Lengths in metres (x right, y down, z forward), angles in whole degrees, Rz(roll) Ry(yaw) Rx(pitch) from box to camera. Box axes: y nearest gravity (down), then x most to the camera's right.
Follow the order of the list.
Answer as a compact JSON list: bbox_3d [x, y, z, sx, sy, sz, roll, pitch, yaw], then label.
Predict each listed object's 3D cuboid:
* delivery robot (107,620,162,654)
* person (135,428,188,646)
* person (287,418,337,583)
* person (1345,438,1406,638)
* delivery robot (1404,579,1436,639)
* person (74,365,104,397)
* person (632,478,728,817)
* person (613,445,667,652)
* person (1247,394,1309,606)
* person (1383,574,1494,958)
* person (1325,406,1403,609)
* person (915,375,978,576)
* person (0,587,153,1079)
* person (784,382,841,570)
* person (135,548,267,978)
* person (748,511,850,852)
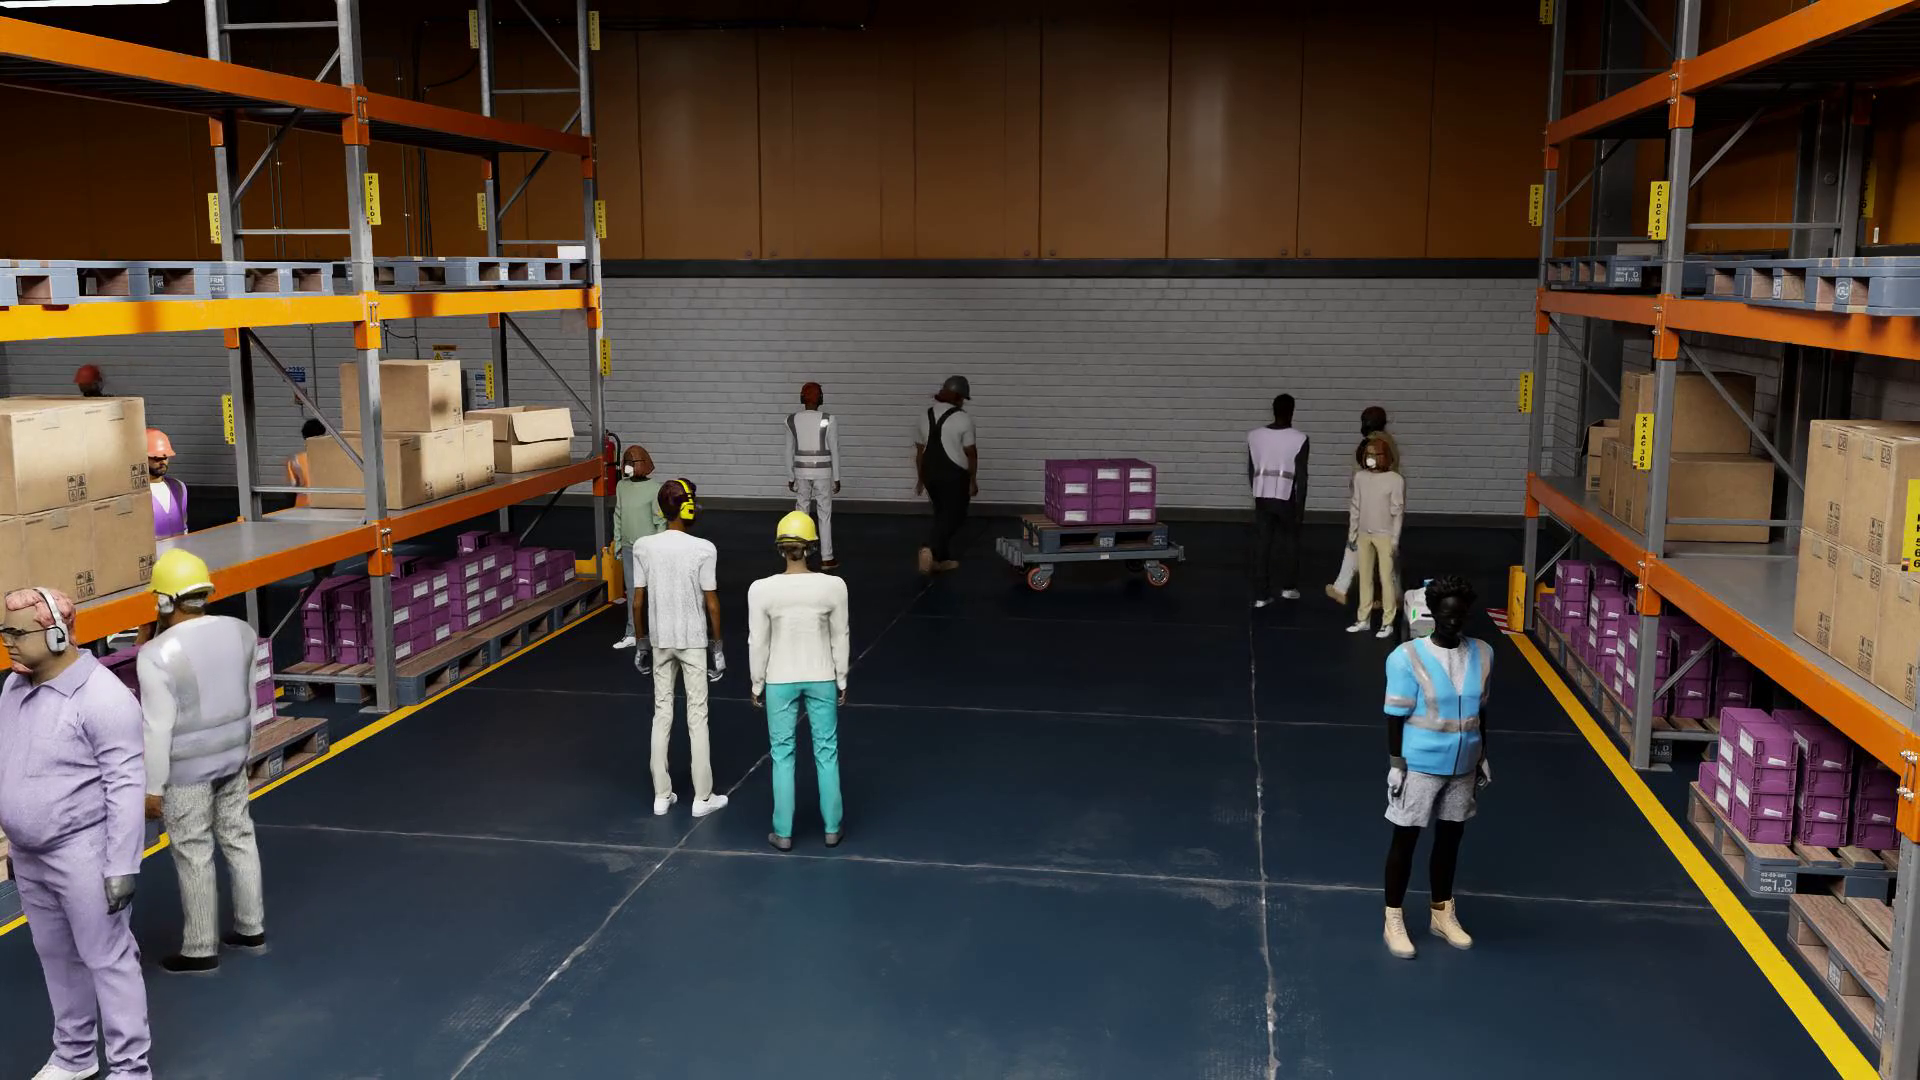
[{"bbox_3d":[-6.220,0.649,12.528,0.477,0.478,0.707,-4,10,-23],"label":"delivery robot"},{"bbox_3d":[-5.413,0.210,11.271,0.362,1.938,0.545,4,10,22],"label":"person"},{"bbox_3d":[-5.752,-0.249,14.906,0.541,1.682,0.702,-1,9,-7],"label":"person"},{"bbox_3d":[3.411,-0.021,13.638,0.276,1.633,0.504,-8,12,-41],"label":"person"},{"bbox_3d":[3.699,0.555,13.108,0.477,0.478,0.707,2,9,10],"label":"delivery robot"},{"bbox_3d":[-9.926,-1.066,19.209,1.050,1.922,0.640,-6,11,-33],"label":"person"},{"bbox_3d":[-1.541,0.591,9.146,0.533,1.864,0.310,2,9,12],"label":"person"},{"bbox_3d":[-2.524,0.067,13.084,0.498,1.634,0.281,5,11,30],"label":"person"},{"bbox_3d":[2.861,-0.359,14.963,0.588,1.885,0.760,5,10,26],"label":"person"},{"bbox_3d":[2.091,0.976,7.276,0.538,1.698,0.319,-3,10,-18],"label":"person"},{"bbox_3d":[3.639,-0.288,14.841,0.795,1.787,0.688,8,12,42],"label":"person"},{"bbox_3d":[-0.176,-0.653,16.277,0.696,2.000,0.816,9,13,42],"label":"person"},{"bbox_3d":[-3.159,1.103,5.860,0.652,1.906,0.402,5,10,27],"label":"person"},{"bbox_3d":[-1.467,-0.636,16.662,0.575,1.882,0.355,2,9,11],"label":"person"},{"bbox_3d":[-3.242,0.942,7.083,0.403,1.832,0.595,4,10,23],"label":"person"},{"bbox_3d":[-0.832,0.730,8.598,0.526,1.765,0.330,-2,9,-11],"label":"person"}]
